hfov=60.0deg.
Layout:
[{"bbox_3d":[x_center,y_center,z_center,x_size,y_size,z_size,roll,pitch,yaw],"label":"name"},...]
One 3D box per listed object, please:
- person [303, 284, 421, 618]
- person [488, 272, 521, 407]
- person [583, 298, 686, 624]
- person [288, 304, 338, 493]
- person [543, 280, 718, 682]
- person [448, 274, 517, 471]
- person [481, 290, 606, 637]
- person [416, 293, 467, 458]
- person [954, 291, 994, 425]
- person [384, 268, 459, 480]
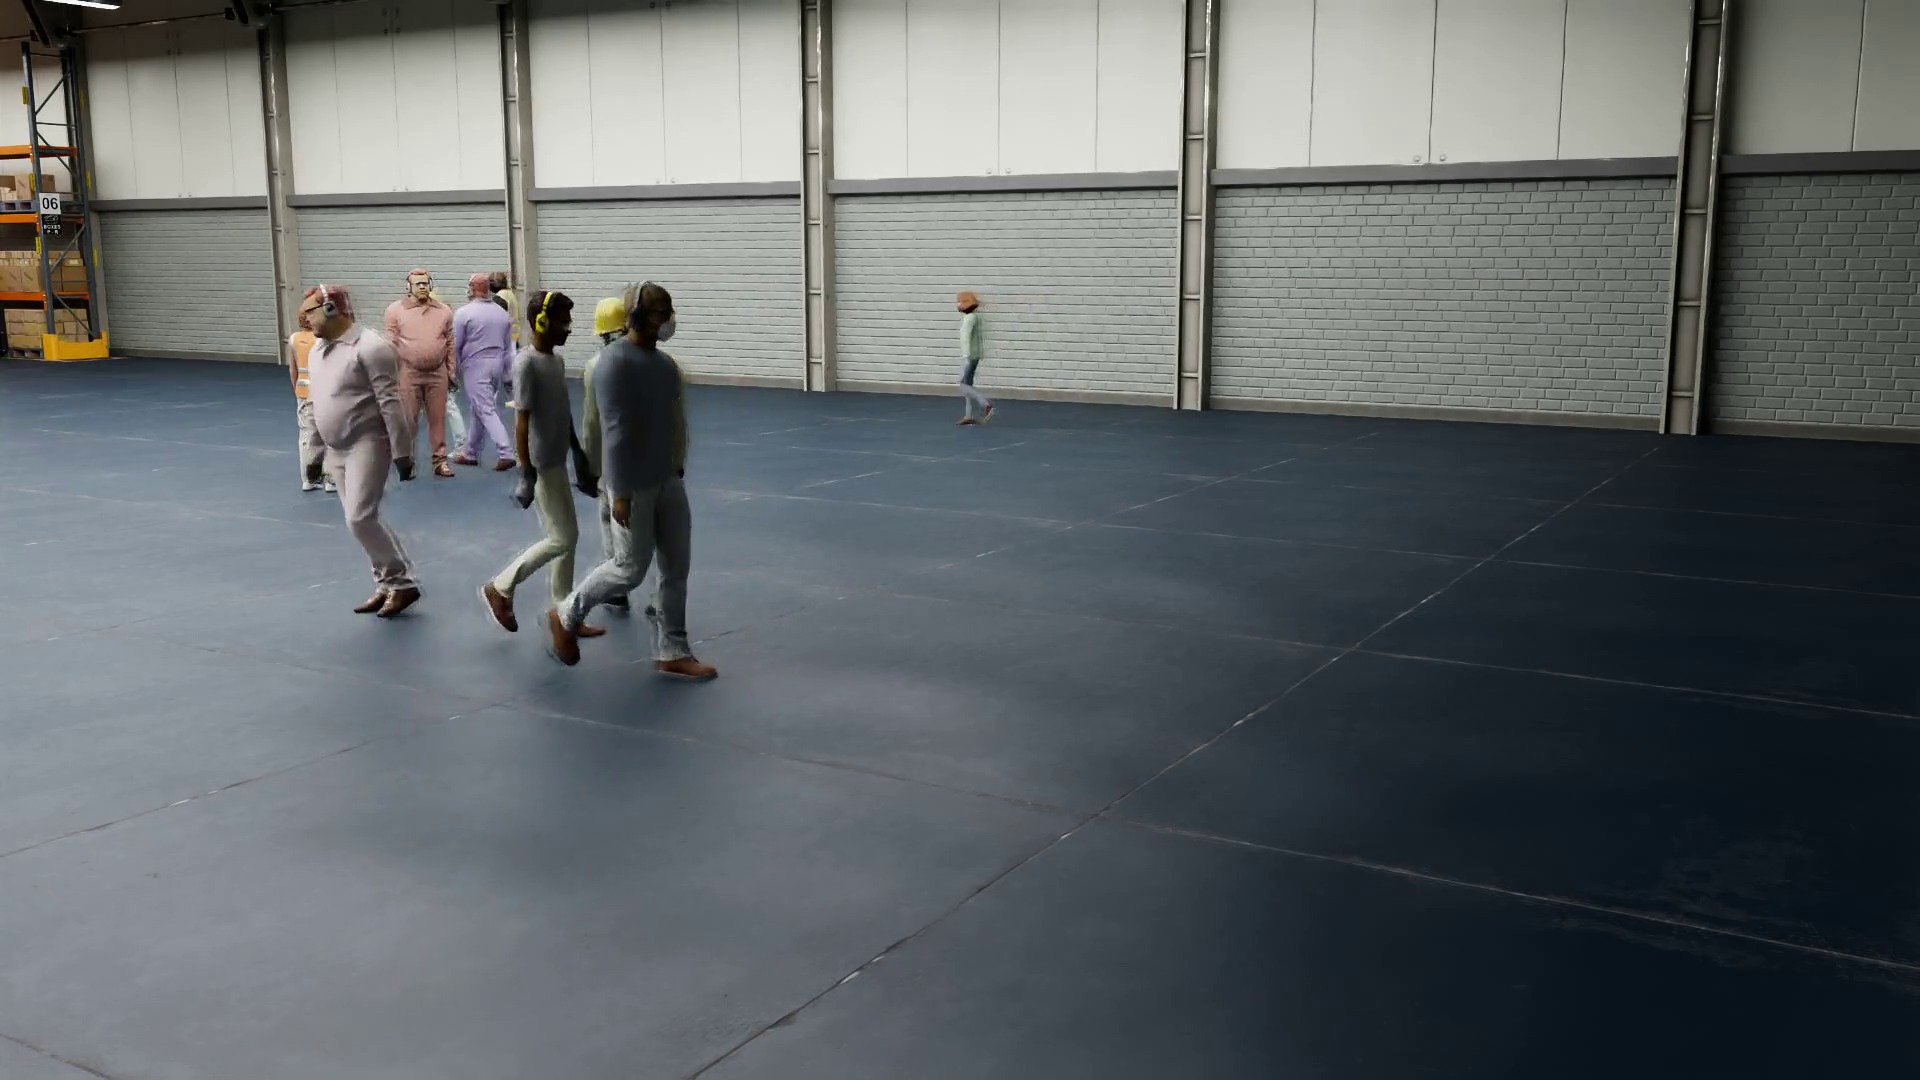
[{"bbox_3d":[-3.393,-0.497,9.371,0.662,1.866,0.488,8,12,38],"label":"person"},{"bbox_3d":[-6.233,-2.676,22.312,0.841,1.806,0.622,-1,10,-5],"label":"person"},{"bbox_3d":[-1.844,-0.447,9.286,0.648,1.784,0.785,-6,12,-33],"label":"person"},{"bbox_3d":[-5.505,-1.222,14.252,0.520,1.645,0.307,4,10,21],"label":"person"},{"bbox_3d":[-1.576,-0.269,7.889,0.768,1.914,0.638,4,10,21],"label":"person"},{"bbox_3d":[-4.535,-1.590,15.807,0.994,1.861,0.637,5,11,28],"label":"person"},{"bbox_3d":[-2.193,-0.384,8.755,0.550,1.846,0.548,1,10,6],"label":"person"},{"bbox_3d":[-5.336,-1.659,16.672,0.918,1.693,0.484,4,10,22],"label":"person"},{"bbox_3d":[0.146,-2.157,19.838,0.417,1.612,0.501,2,10,12],"label":"person"},{"bbox_3d":[-4.892,-1.510,15.167,0.639,1.911,0.406,-6,12,-33],"label":"person"}]
